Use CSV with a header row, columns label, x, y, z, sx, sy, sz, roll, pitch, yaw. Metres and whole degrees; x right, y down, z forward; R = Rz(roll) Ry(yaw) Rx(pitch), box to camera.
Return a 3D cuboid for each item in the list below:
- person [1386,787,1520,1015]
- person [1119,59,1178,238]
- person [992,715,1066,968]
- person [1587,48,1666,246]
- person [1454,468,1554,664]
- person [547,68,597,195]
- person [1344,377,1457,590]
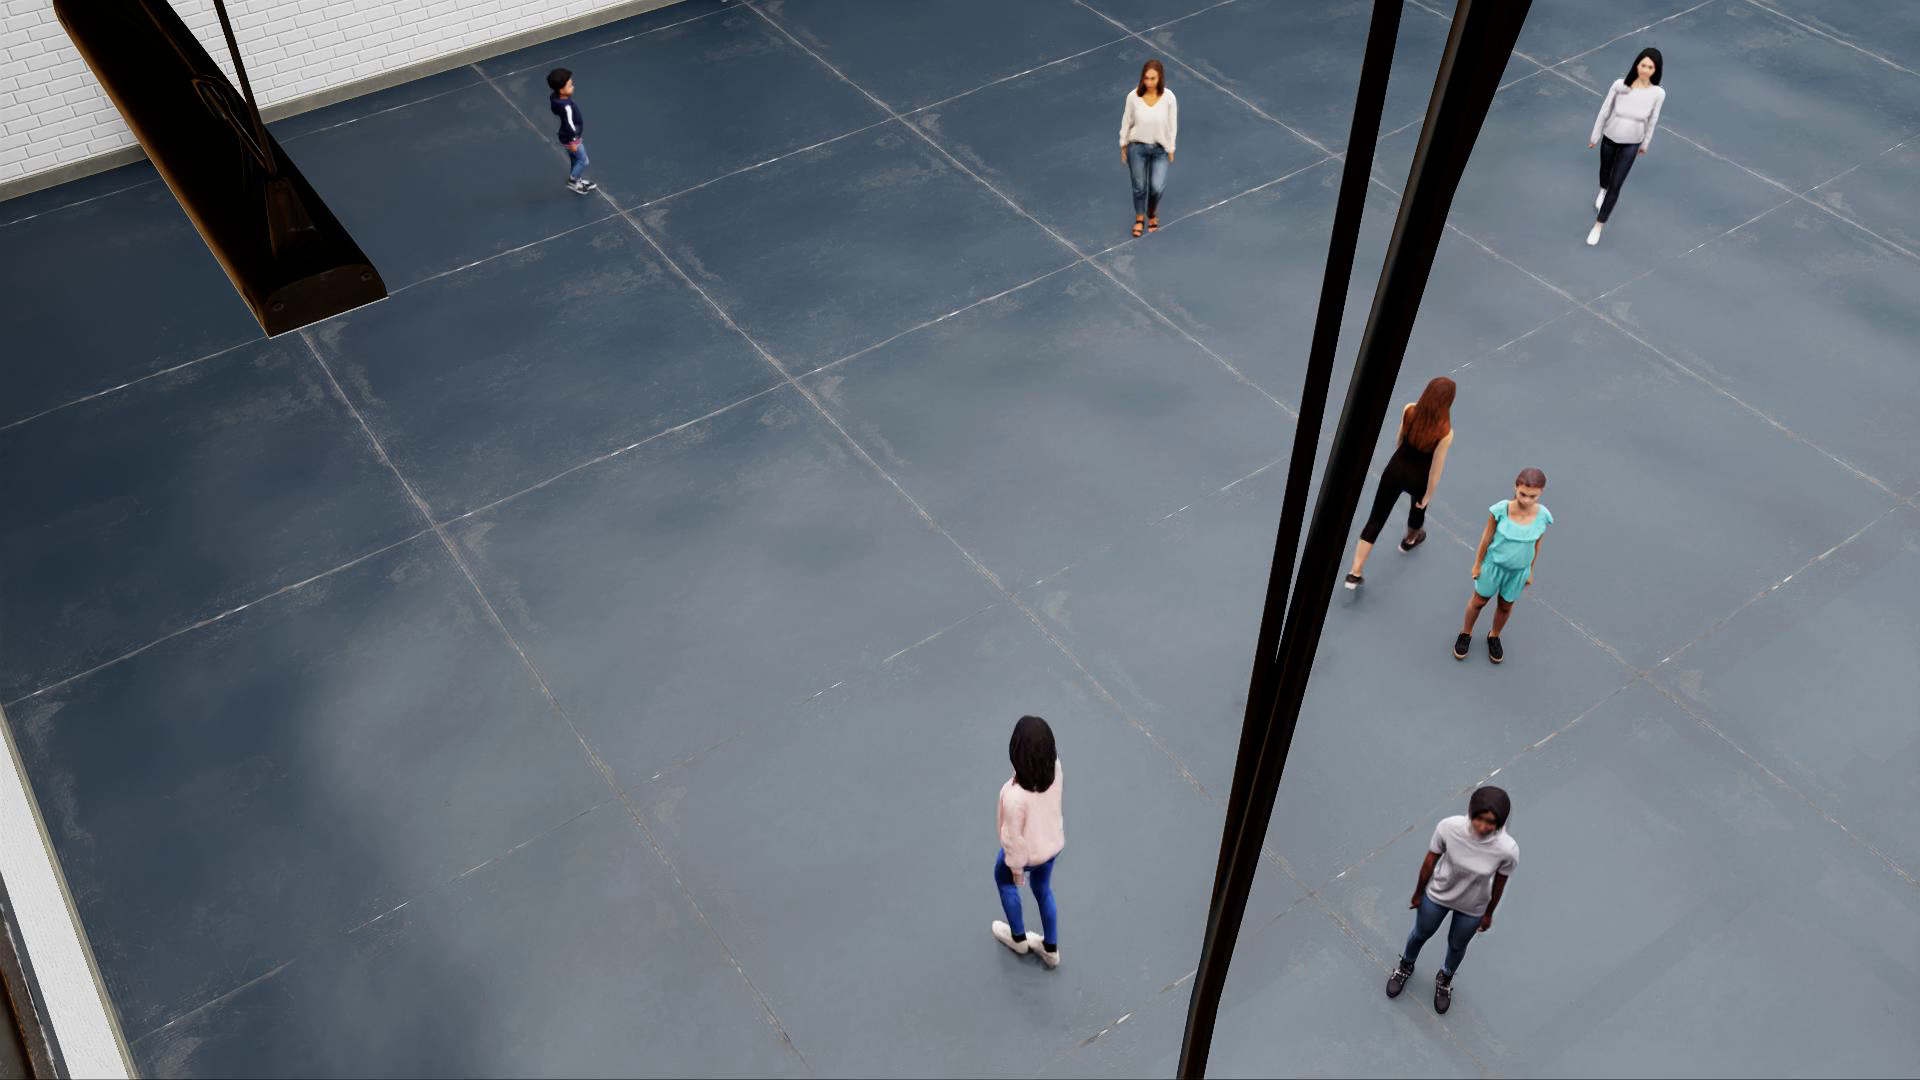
label,x,y,z,sx,sy,sz,roll,pitch,yaw
person,2.605,1.885,8.745,0.671,1.719,0.692,16,46,16
person,1.643,-3.402,14.330,0.737,1.670,0.784,10,44,10
person,0.426,1.709,8.930,0.746,1.719,0.652,30,51,28
person,5.753,-3.499,14.440,0.948,1.659,1.202,20,47,20
person,3.504,0.153,10.679,0.645,1.558,0.704,7,44,8
person,-3.540,-3.653,14.920,0.591,1.219,0.590,-10,44,-10
person,2.937,-0.359,11.126,0.774,1.684,1.233,30,51,28
